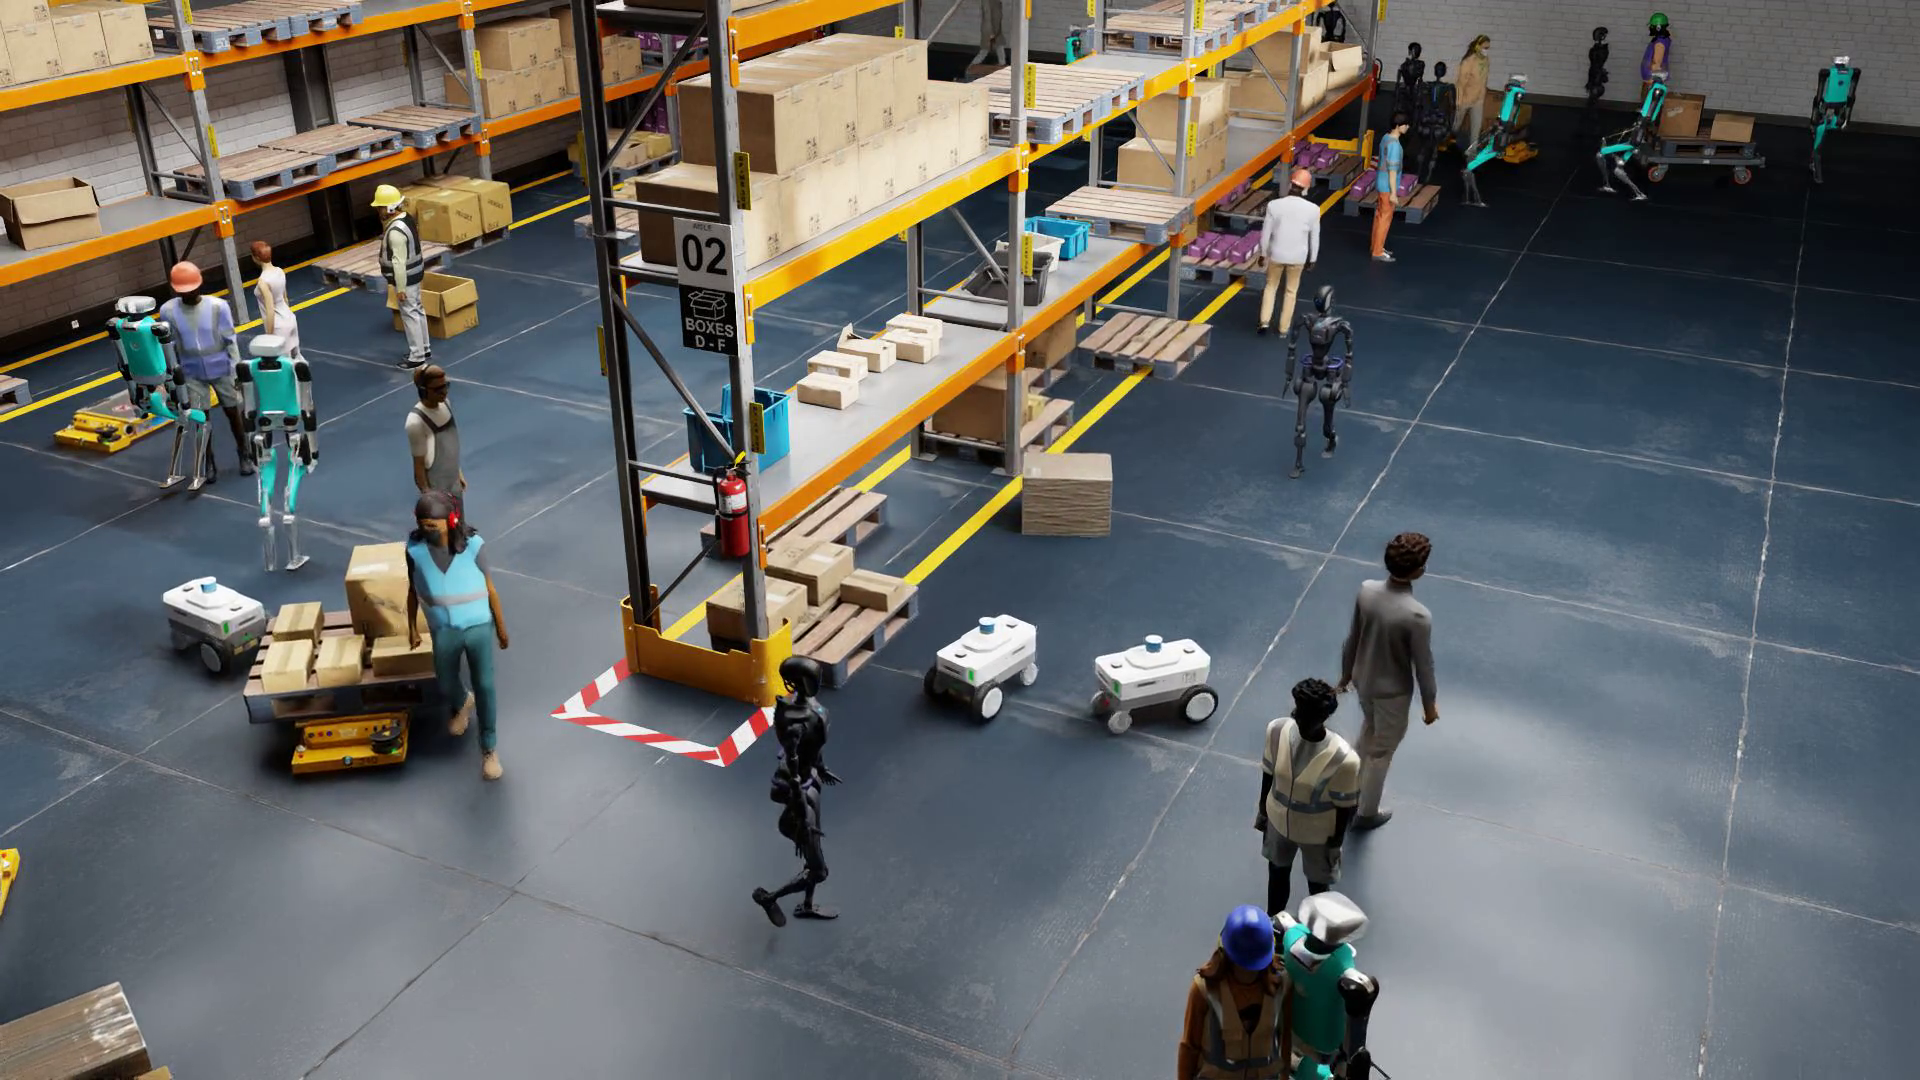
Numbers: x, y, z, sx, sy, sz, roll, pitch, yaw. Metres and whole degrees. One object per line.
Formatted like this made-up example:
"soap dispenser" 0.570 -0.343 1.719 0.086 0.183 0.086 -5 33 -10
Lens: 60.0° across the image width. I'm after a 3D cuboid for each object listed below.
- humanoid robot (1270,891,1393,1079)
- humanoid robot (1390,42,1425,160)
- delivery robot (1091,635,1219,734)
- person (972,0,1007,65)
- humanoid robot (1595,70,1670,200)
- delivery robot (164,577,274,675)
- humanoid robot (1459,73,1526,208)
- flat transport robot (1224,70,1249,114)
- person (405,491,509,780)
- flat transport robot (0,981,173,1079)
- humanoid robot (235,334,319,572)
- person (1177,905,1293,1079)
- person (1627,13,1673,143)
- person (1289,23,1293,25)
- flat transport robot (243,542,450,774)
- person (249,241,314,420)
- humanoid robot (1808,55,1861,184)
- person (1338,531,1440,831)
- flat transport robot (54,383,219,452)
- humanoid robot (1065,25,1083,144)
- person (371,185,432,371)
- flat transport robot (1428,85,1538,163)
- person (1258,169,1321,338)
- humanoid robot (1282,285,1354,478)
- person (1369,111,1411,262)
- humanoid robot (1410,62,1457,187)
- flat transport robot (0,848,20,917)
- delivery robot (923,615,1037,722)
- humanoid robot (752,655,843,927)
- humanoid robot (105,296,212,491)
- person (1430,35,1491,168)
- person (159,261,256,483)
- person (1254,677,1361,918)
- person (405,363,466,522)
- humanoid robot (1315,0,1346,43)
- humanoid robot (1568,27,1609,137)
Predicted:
"humanoid robot" 1.581 2.117 6.818 0.700 1.751 0.535 -16 31 -30
"humanoid robot" 6.459 -6.339 24.000 0.608 1.652 0.354 -17 31 -30
"delivery robot" 1.247 0.892 10.661 0.795 0.602 0.499 -10 28 -19
"person" 0.505 -8.813 28.872 0.922 1.793 0.498 21 33 36
"humanoid robot" 8.750 -5.294 21.845 0.965 1.750 0.531 11 28 20
"delivery robot" -5.069 0.546 11.361 0.801 0.602 0.499 16 30 28
"humanoid robot" 6.782 -5.135 21.508 0.810 1.782 0.599 0 26 0
"flat transport robot" 4.049 -6.207 25.316 1.431 0.231 0.659 10 28 19
"person" -3.025 0.495 10.014 0.584 1.841 0.739 -4 27 -8
"flat transport robot" -3.673 2.971 6.776 1.431 0.231 0.659 -18 32 -32
"humanoid robot" -5.040 -0.552 12.304 0.547 1.826 0.778 -2 26 -4
"person" 1.100 2.188 6.655 0.482 1.777 0.314 -4 27 -8
"person" 10.305 -6.856 24.772 0.429 1.920 0.546 7 27 14
"person" 5.028 -7.851 26.820 0.467 1.873 0.730 -12 29 -22
"flat transport robot" -3.863 1.014 10.730 0.659 0.231 1.431 -5 27 -10
"person" -6.145 -1.888 15.021 0.274 1.657 0.453 1 26 3
"humanoid robot" 11.953 -5.850 23.009 0.553 1.774 1.047 2 26 5
"person" 2.413 0.805 9.327 0.520 1.886 0.585 -19 32 -33
"flat transport robot" -7.436 -1.181 15.163 0.659 0.231 1.431 10 28 19
"humanoid robot" 1.876 -6.744 24.769 0.838 1.803 0.551 -4 27 -9
"person" -5.423 -2.558 16.197 0.403 1.825 0.589 -3 27 -7
"flat transport robot" 7.704 -5.802 24.498 1.431 0.231 0.659 21 33 36
"person" 3.368 -2.923 17.039 0.597 1.720 0.538 7 27 14
"humanoid robot" 3.040 -1.361 14.002 0.609 1.654 0.743 14 30 26
"person" 5.029 -4.134 19.452 0.341 1.758 0.507 1 26 2
"humanoid robot" 6.440 -5.672 22.659 0.589 1.644 0.473 10 28 19
"flat transport robot" -5.370 2.065 8.607 0.659 0.231 1.431 -8 27 -16
"delivery robot" 0.154 0.805 10.847 0.499 0.610 0.788 21 33 36
"humanoid robot" -0.857 1.289 8.588 0.450 1.648 0.602 2 26 5
"humanoid robot" -6.377 -1.236 13.470 0.533 1.677 0.735 5 27 9
"person" 7.219 -6.297 23.747 0.577 1.841 0.863 -12 29 -22
"person" -6.220 -1.385 13.725 0.556 1.919 0.434 -9 28 -17
"person" 1.708 1.422 8.298 0.532 1.693 0.320 22 34 37
"person" -3.677 -0.389 11.801 0.348 1.839 0.514 5 27 9
"humanoid robot" 6.226 -8.293 27.963 0.590 1.647 0.449 -4 27 -8
"humanoid robot" 9.628 -6.929 25.208 0.533 1.643 0.592 2 26 4
